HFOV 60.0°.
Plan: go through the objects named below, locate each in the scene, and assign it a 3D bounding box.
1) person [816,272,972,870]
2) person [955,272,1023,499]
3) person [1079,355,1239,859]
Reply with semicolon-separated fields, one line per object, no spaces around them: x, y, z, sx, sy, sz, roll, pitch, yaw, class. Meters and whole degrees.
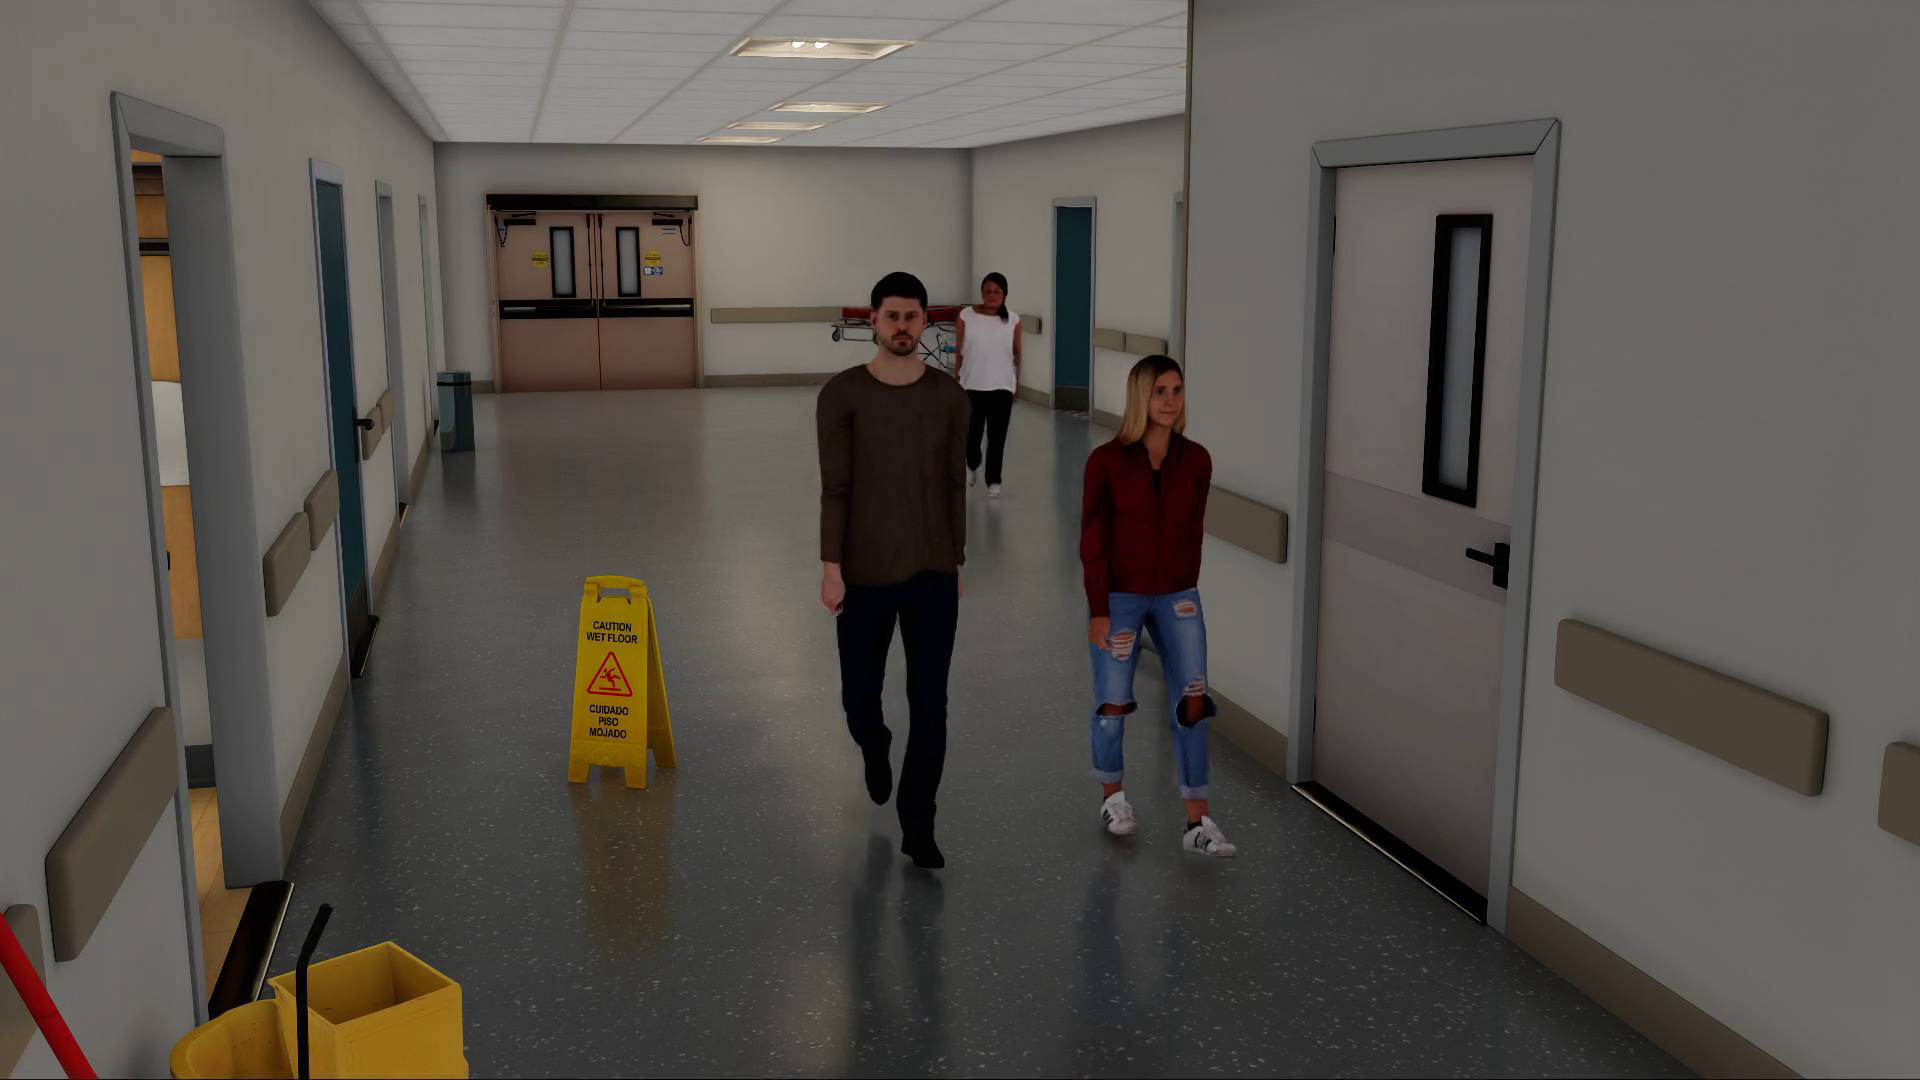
-0.223;0.086;5.414;0.713;1.865;1.074;-2;11;-10;person
0.206;-1.173;12.555;0.767;1.675;0.813;0;11;-1;person
0.568;0.206;5.476;0.619;1.607;0.857;-2;11;-12;person
